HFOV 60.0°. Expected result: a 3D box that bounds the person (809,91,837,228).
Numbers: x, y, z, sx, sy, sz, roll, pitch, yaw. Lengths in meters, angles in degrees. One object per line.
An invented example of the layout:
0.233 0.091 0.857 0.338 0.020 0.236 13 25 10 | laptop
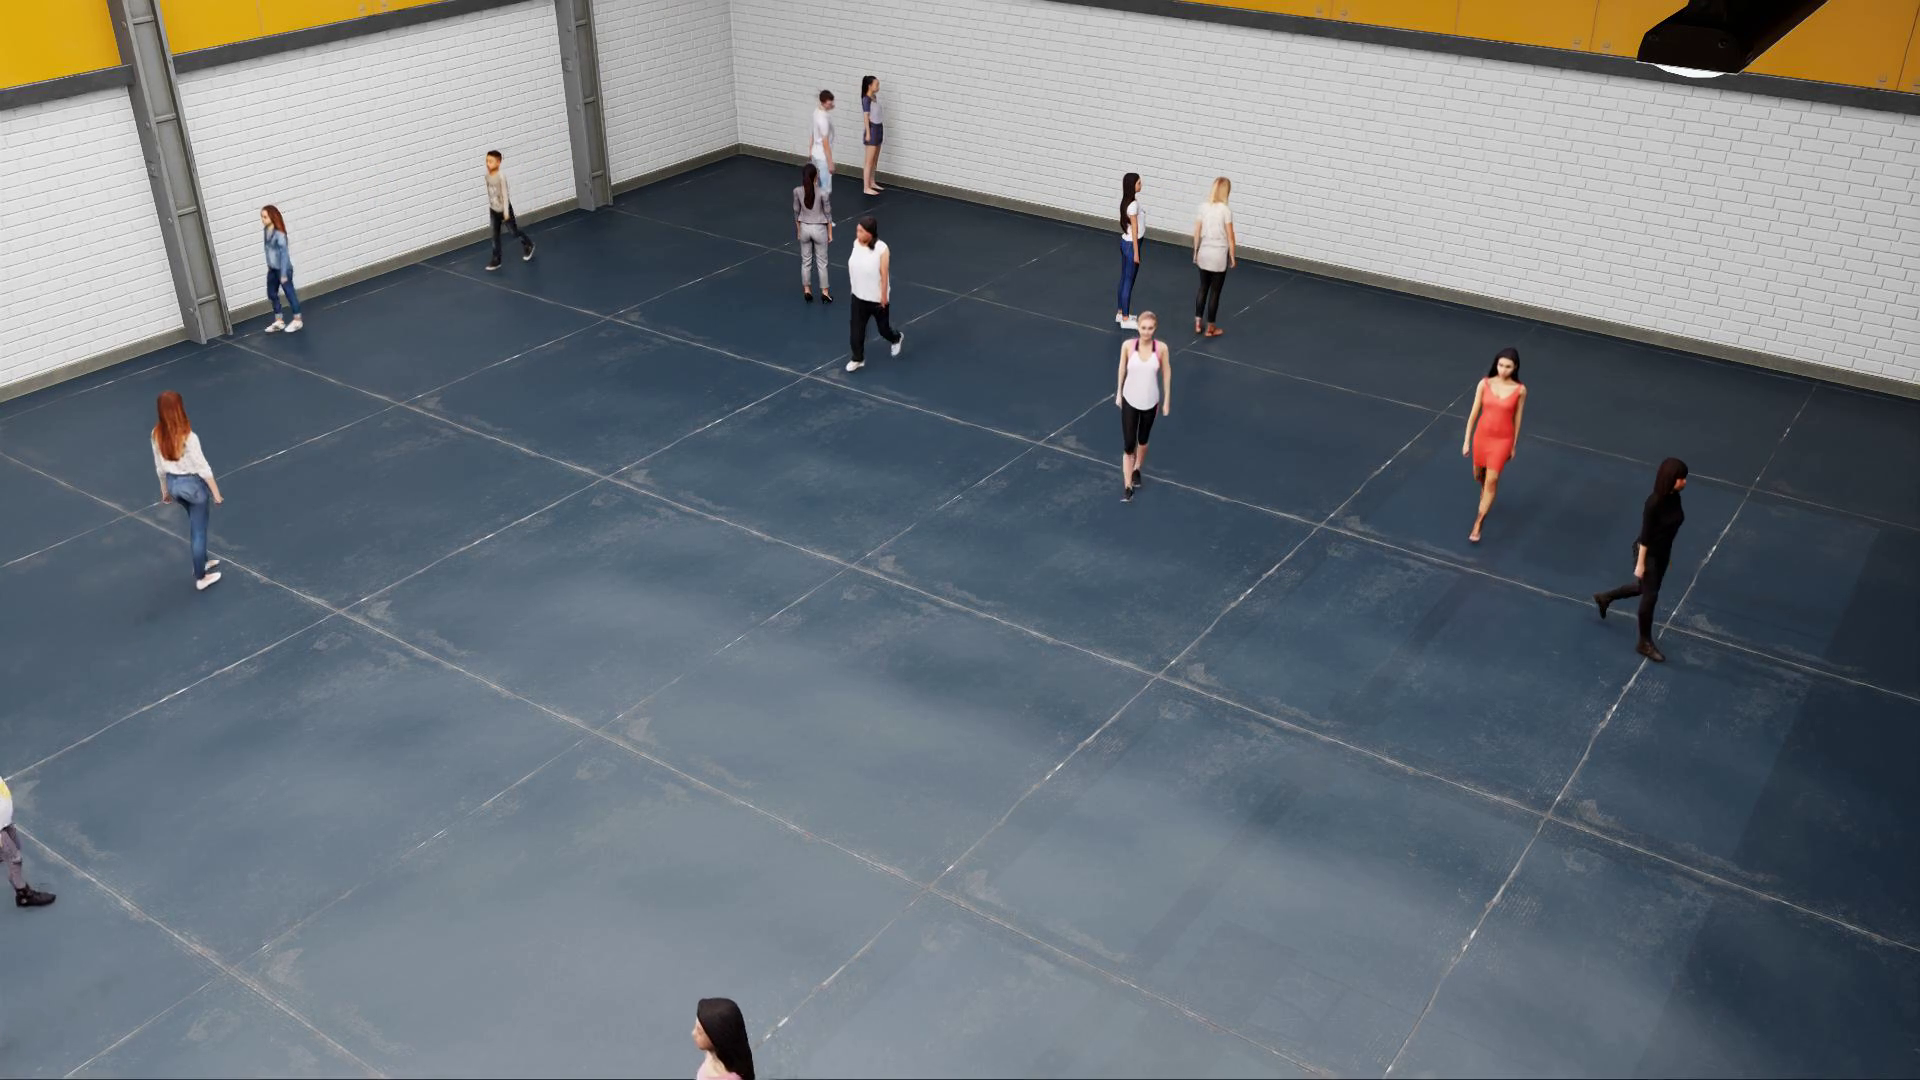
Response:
-1.882 -5.070 22.058 0.903 1.825 0.928 -16 32 -26 | person

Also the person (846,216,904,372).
-0.919 -2.651 17.792 0.690 1.664 1.010 22 35 34 | person

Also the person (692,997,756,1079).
-0.978 2.818 7.719 1.174 1.710 0.986 -11 30 -19 | person

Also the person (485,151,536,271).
-5.659 -4.128 20.732 0.595 1.441 0.993 15 32 26 | person

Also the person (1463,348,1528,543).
4.660 -0.880 14.515 0.725 1.694 1.122 13 31 22 | person

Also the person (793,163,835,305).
-1.717 -3.588 19.495 0.694 1.678 0.700 8 30 14 | person

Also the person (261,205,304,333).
-7.618 -3.081 18.781 0.603 1.473 0.642 21 35 33 | person

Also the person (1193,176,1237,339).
2.792 -3.133 18.514 0.632 1.820 0.506 21 35 33 | person

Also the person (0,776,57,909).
-5.962 1.747 10.146 0.816 1.266 0.725 -9 30 -16 | person

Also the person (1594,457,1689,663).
5.273 0.092 12.807 0.972 1.623 0.821 -21 35 -33 | person

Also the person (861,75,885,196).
-1.247 -5.711 23.419 0.715 1.649 0.571 7 29 13 | person

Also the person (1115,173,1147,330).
1.921 -3.285 18.839 0.726 1.775 0.651 -2 29 -5 | person

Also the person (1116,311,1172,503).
1.659 -1.276 15.175 0.929 1.757 1.114 4 29 8 | person

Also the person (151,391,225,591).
-6.357 -0.373 13.561 0.708 1.717 0.749 8 30 15 | person
